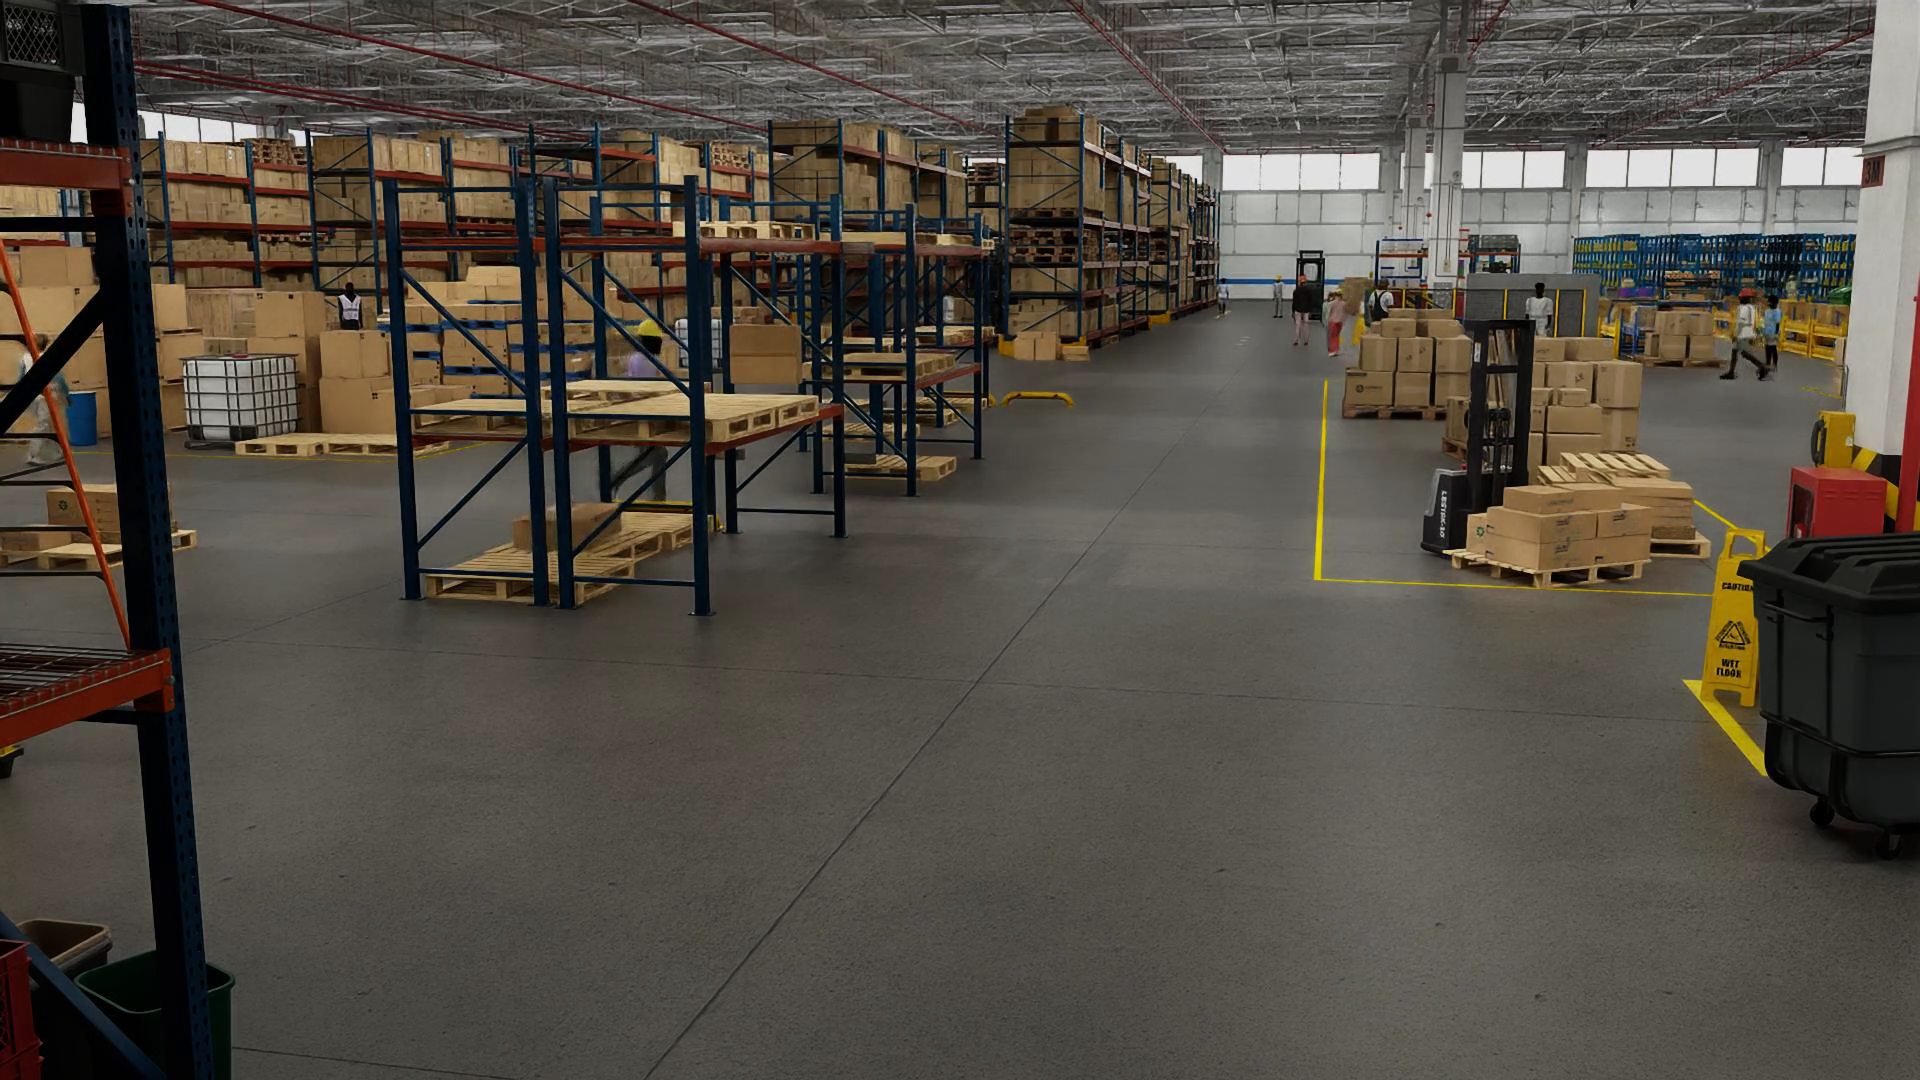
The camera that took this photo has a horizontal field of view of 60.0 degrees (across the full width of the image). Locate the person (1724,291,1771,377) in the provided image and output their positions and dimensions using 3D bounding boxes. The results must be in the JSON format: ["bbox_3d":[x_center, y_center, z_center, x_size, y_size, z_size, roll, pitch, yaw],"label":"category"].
[{"bbox_3d":[16.525,-4.293,34.781,0.978,1.810,0.498,2,10,12],"label":"person"}]

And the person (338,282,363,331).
[{"bbox_3d":[-15.117,-5.434,41.265,0.592,1.911,0.385,-9,13,-42],"label":"person"}]

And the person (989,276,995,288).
[{"bbox_3d":[1.751,-14.322,94.170,0.700,1.821,0.630,2,10,12],"label":"person"}]

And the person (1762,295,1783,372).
[{"bbox_3d":[17.953,-4.569,36.790,0.319,1.693,0.537,-1,10,-4],"label":"person"}]

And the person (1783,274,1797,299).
[{"bbox_3d":[36.412,-10.756,73.087,0.609,1.803,0.594,-3,10,-17],"label":"person"}]

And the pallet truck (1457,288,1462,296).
[{"bbox_3d":[20.506,-9.785,68.819,0.653,1.274,1.630,2,10,12],"label":"pallet truck"}]

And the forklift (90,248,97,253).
[{"bbox_3d":[-26.314,-7.471,50.446,1.129,2.768,1.873,2,10,12],"label":"forklift"}]

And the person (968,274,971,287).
[{"bbox_3d":[0.547,-11.342,76.510,0.602,1.822,0.403,-2,10,-13],"label":"person"}]

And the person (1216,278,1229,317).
[{"bbox_3d":[11.348,-10.496,71.883,0.561,1.681,0.413,0,10,0],"label":"person"}]

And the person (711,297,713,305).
[{"bbox_3d":[-6.091,-5.061,39.964,0.861,1.600,0.506,7,12,36],"label":"person"}]

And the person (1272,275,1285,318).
[{"bbox_3d":[13.438,-10.276,70.198,0.404,1.826,0.591,-7,12,-35],"label":"person"}]

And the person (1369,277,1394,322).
[{"bbox_3d":[10.462,-5.467,41.061,0.539,2.000,0.688,-7,12,-37],"label":"person"}]

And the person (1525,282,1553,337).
[{"bbox_3d":[13.201,-4.904,37.990,0.598,1.958,0.371,7,12,35],"label":"person"}]

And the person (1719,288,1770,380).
[{"bbox_3d":[16.105,-4.198,33.979,0.910,1.899,0.545,6,12,33],"label":"person"}]

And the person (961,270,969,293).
[{"bbox_3d":[0.259,-12.312,81.751,0.391,1.989,0.610,8,13,40],"label":"person"}]

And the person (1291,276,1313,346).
[{"bbox_3d":[9.788,-6.548,47.593,0.618,1.997,0.373,-2,10,-9],"label":"person"}]

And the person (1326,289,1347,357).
[{"bbox_3d":[9.571,-5.520,42.285,0.541,1.730,0.450,-2,10,-14],"label":"person"}]

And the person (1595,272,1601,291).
[{"bbox_3d":[33.876,-13.339,88.278,0.397,1.837,0.564,-1,10,-5],"label":"person"}]

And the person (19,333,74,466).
[{"bbox_3d":[-11.106,-1.709,20.144,0.524,1.593,0.875,2,10,13],"label":"person"}]

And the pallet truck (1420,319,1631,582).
[{"bbox_3d":[4.543,-0.757,13.299,0.823,1.965,1.885,-4,10,-22],"label":"pallet truck"}]

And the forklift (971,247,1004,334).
[{"bbox_3d":[0.775,-7.313,49.511,1.129,2.768,1.873,2,10,12],"label":"forklift"}]

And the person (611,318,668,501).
[{"bbox_3d":[-3.117,-1.221,16.296,0.676,1.905,0.589,2,10,12],"label":"person"}]

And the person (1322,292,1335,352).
[{"bbox_3d":[9.988,-5.877,44.773,0.496,1.603,0.786,1,10,4],"label":"person"}]

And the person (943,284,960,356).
[{"bbox_3d":[-0.386,-5.669,42.775,0.657,1.870,0.611,6,11,33],"label":"person"}]

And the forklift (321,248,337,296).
[{"bbox_3d":[-19.677,-7.789,52.327,1.873,2.768,1.129,0,10,0],"label":"forklift"}]

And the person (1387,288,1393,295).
[{"bbox_3d":[10.765,-5.476,42.000,0.592,1.735,0.687,-9,13,-42],"label":"person"}]

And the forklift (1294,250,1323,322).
[{"bbox_3d":[13.778,-10.002,65.433,1.129,2.768,1.873,2,10,12],"label":"forklift"}]
